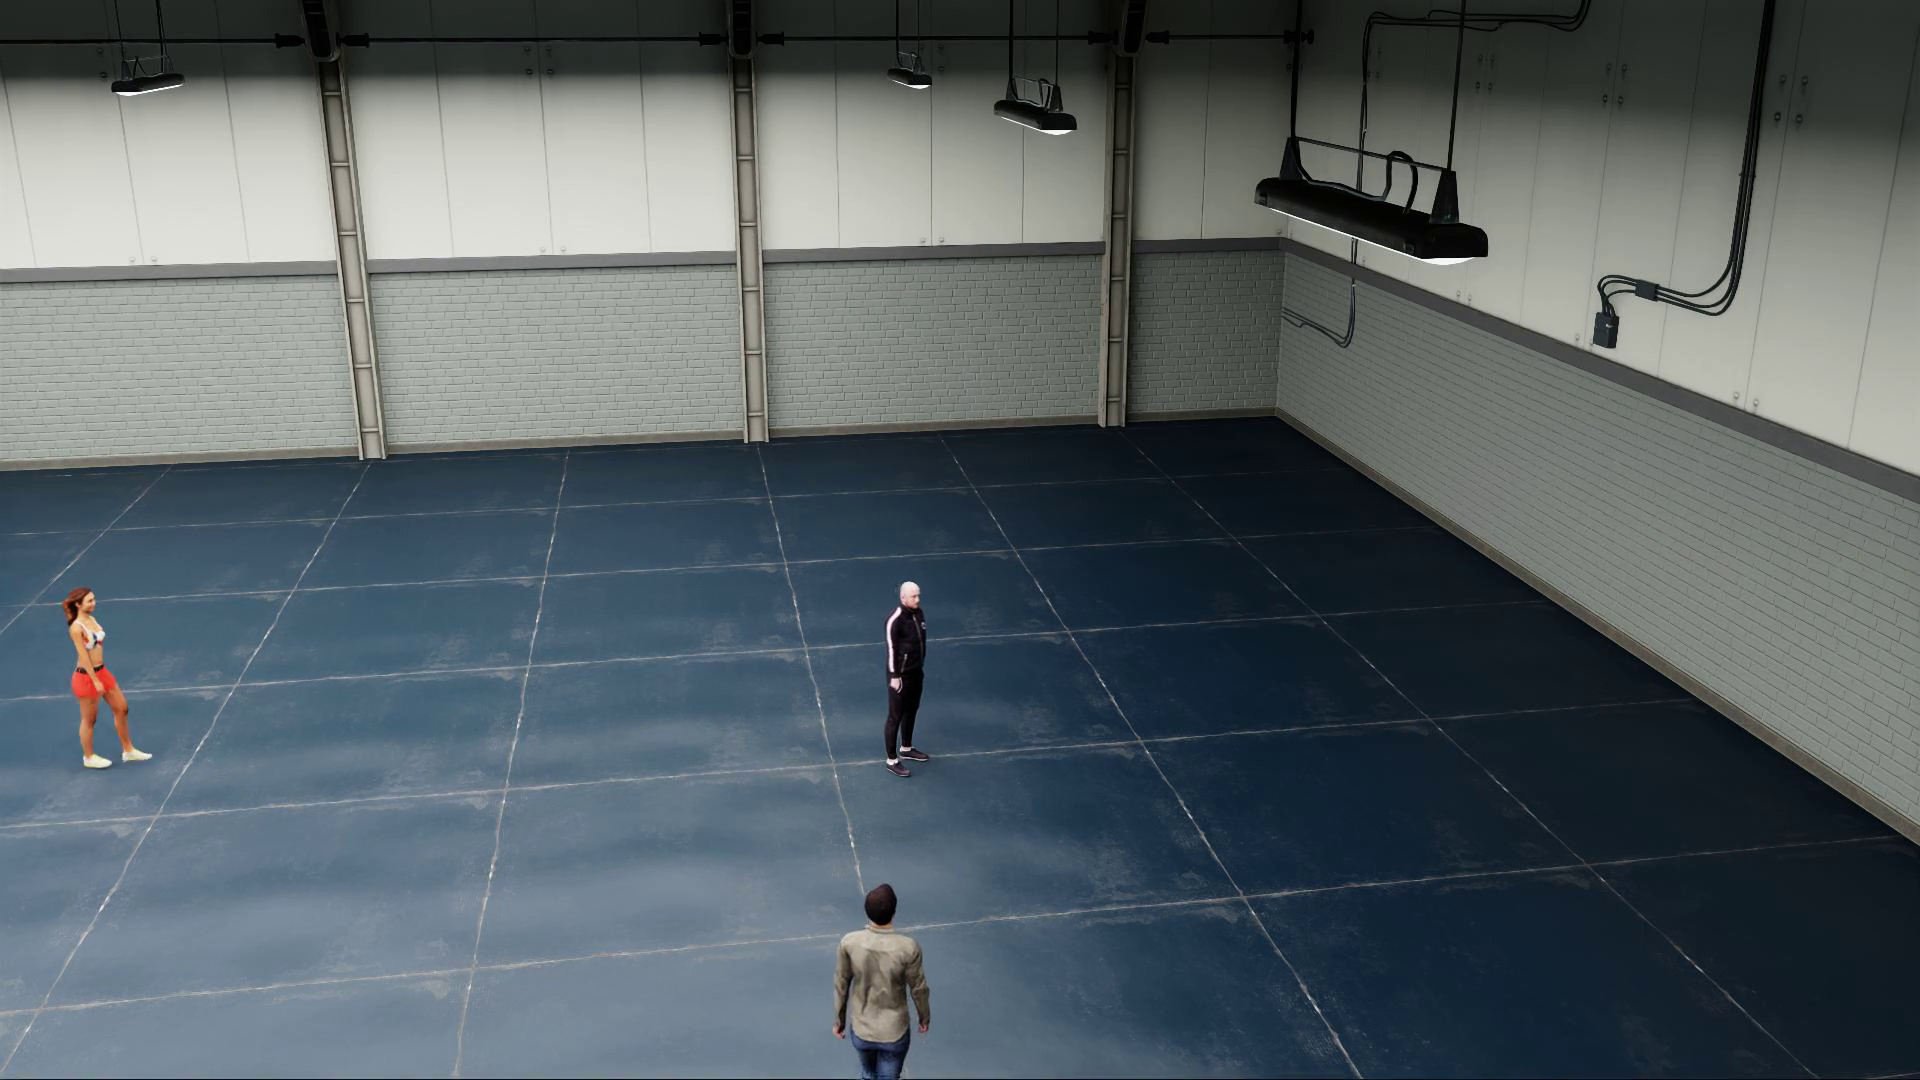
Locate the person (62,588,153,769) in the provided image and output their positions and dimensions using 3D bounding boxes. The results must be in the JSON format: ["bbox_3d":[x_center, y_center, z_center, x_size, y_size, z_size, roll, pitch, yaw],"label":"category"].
[{"bbox_3d":[-8.098,1.299,15.348,0.884,1.771,0.682,1,18,3],"label":"person"}]

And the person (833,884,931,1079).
[{"bbox_3d":[-0.506,2.997,10.028,1.063,1.836,1.008,3,18,10],"label":"person"}]

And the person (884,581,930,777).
[{"bbox_3d":[-0.521,1.242,15.422,0.804,1.833,0.767,10,21,28],"label":"person"}]
